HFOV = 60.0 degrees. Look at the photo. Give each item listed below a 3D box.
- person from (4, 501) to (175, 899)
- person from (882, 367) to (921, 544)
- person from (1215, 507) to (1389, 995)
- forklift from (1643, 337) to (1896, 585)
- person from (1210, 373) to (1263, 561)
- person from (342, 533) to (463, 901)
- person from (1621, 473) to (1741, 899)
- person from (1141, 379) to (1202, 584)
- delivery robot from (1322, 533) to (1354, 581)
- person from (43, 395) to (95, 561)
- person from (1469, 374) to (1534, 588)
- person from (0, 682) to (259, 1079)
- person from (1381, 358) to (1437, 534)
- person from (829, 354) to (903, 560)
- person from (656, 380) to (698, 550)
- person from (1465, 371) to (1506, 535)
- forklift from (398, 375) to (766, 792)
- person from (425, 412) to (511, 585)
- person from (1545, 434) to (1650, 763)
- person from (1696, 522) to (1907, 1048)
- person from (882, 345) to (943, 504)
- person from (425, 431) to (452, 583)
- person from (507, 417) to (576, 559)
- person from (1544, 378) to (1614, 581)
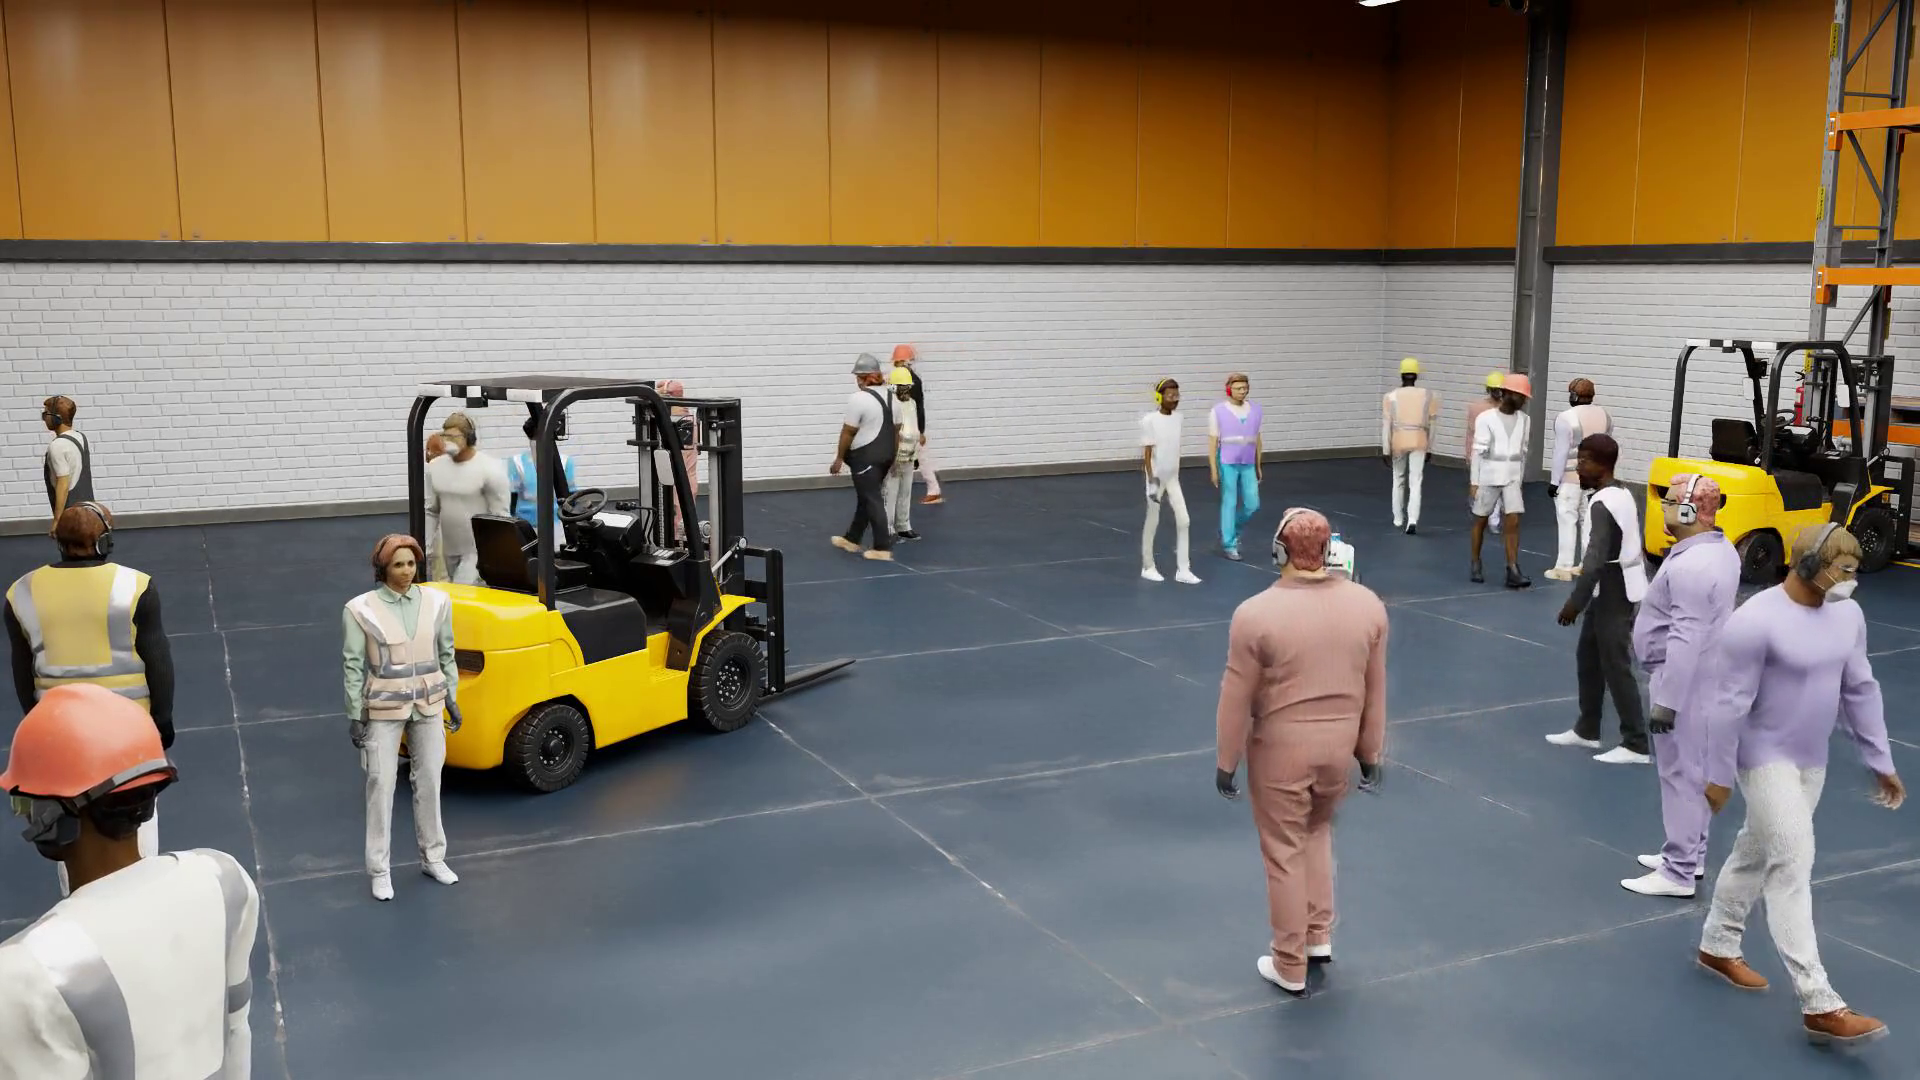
[{"bbox_3d":[-3.642,0.750,7.053,0.625,1.844,0.429,-1,9,-8],"label":"person"},{"bbox_3d":[-0.622,-0.873,17.187,0.403,1.825,0.592,6,11,33],"label":"person"},{"bbox_3d":[1.289,0.810,6.501,0.671,1.891,0.508,-3,10,-18],"label":"person"},{"bbox_3d":[7.551,-0.789,15.507,2.313,2.155,1.214,-4,10,-25],"label":"forklift"},{"bbox_3d":[2.679,-0.708,16.128,0.588,1.826,0.445,-3,10,-19],"label":"person"},{"bbox_3d":[-2.501,0.781,7.485,0.525,1.637,0.307,-8,12,-39],"label":"person"},{"bbox_3d":[3.230,0.648,7.477,0.407,1.910,0.639,6,11,35],"label":"person"},{"bbox_3d":[1.870,-0.507,14.853,0.523,1.842,0.798,-5,11,-30],"label":"person"},{"bbox_3d":[3.197,0.184,14.247,0.477,0.478,0.707,2,10,14],"label":"delivery robot"},{"bbox_3d":[-6.927,-0.201,12.935,0.345,1.846,0.507,-1,9,-7],"label":"person"},{"bbox_3d":[4.771,-0.510,14.688,0.646,1.885,0.929,-1,9,-5],"label":"person"},{"bbox_3d":[-1.591,1.275,3.169,0.379,2.044,0.607,2,9,13],"label":"person"},{"bbox_3d":[4.823,-1.019,17.912,0.576,1.884,0.978,2,9,14],"label":"person"},{"bbox_3d":[-0.967,-0.837,16.274,0.769,2.000,0.698,5,11,30],"label":"person"},{"bbox_3d":[-2.385,-0.380,13.864,0.403,1.904,0.651,0,9,1],"label":"person"},{"bbox_3d":[5.687,-0.948,17.846,0.547,1.748,0.517,0,9,2],"label":"person"},{"bbox_3d":[-2.268,0.149,9.685,1.214,2.155,2.313,6,11,32],"label":"forklift"},{"bbox_3d":[-3.252,0.083,11.088,0.630,1.891,1.065,5,10,29],"label":"person"},{"bbox_3d":[3.719,0.341,9.537,0.625,1.887,0.620,4,10,24],"label":"person"},{"bbox_3d":[3.153,0.871,6.155,0.634,1.883,0.961,-5,11,-29],"label":"person"},{"bbox_3d":[-0.639,-1.348,19.791,1.045,1.941,0.629,-3,10,-19],"label":"person"},{"bbox_3d":[-3.797,-0.007,12.408,0.420,1.619,0.515,3,10,19],"label":"person"},{"bbox_3d":[-3.299,-0.145,13.125,0.533,1.677,0.369,-2,9,-10],"label":"person"},{"bbox_3d":[5.595,-0.550,15.110,0.636,1.842,0.429,-4,10,-23],"label":"person"}]
